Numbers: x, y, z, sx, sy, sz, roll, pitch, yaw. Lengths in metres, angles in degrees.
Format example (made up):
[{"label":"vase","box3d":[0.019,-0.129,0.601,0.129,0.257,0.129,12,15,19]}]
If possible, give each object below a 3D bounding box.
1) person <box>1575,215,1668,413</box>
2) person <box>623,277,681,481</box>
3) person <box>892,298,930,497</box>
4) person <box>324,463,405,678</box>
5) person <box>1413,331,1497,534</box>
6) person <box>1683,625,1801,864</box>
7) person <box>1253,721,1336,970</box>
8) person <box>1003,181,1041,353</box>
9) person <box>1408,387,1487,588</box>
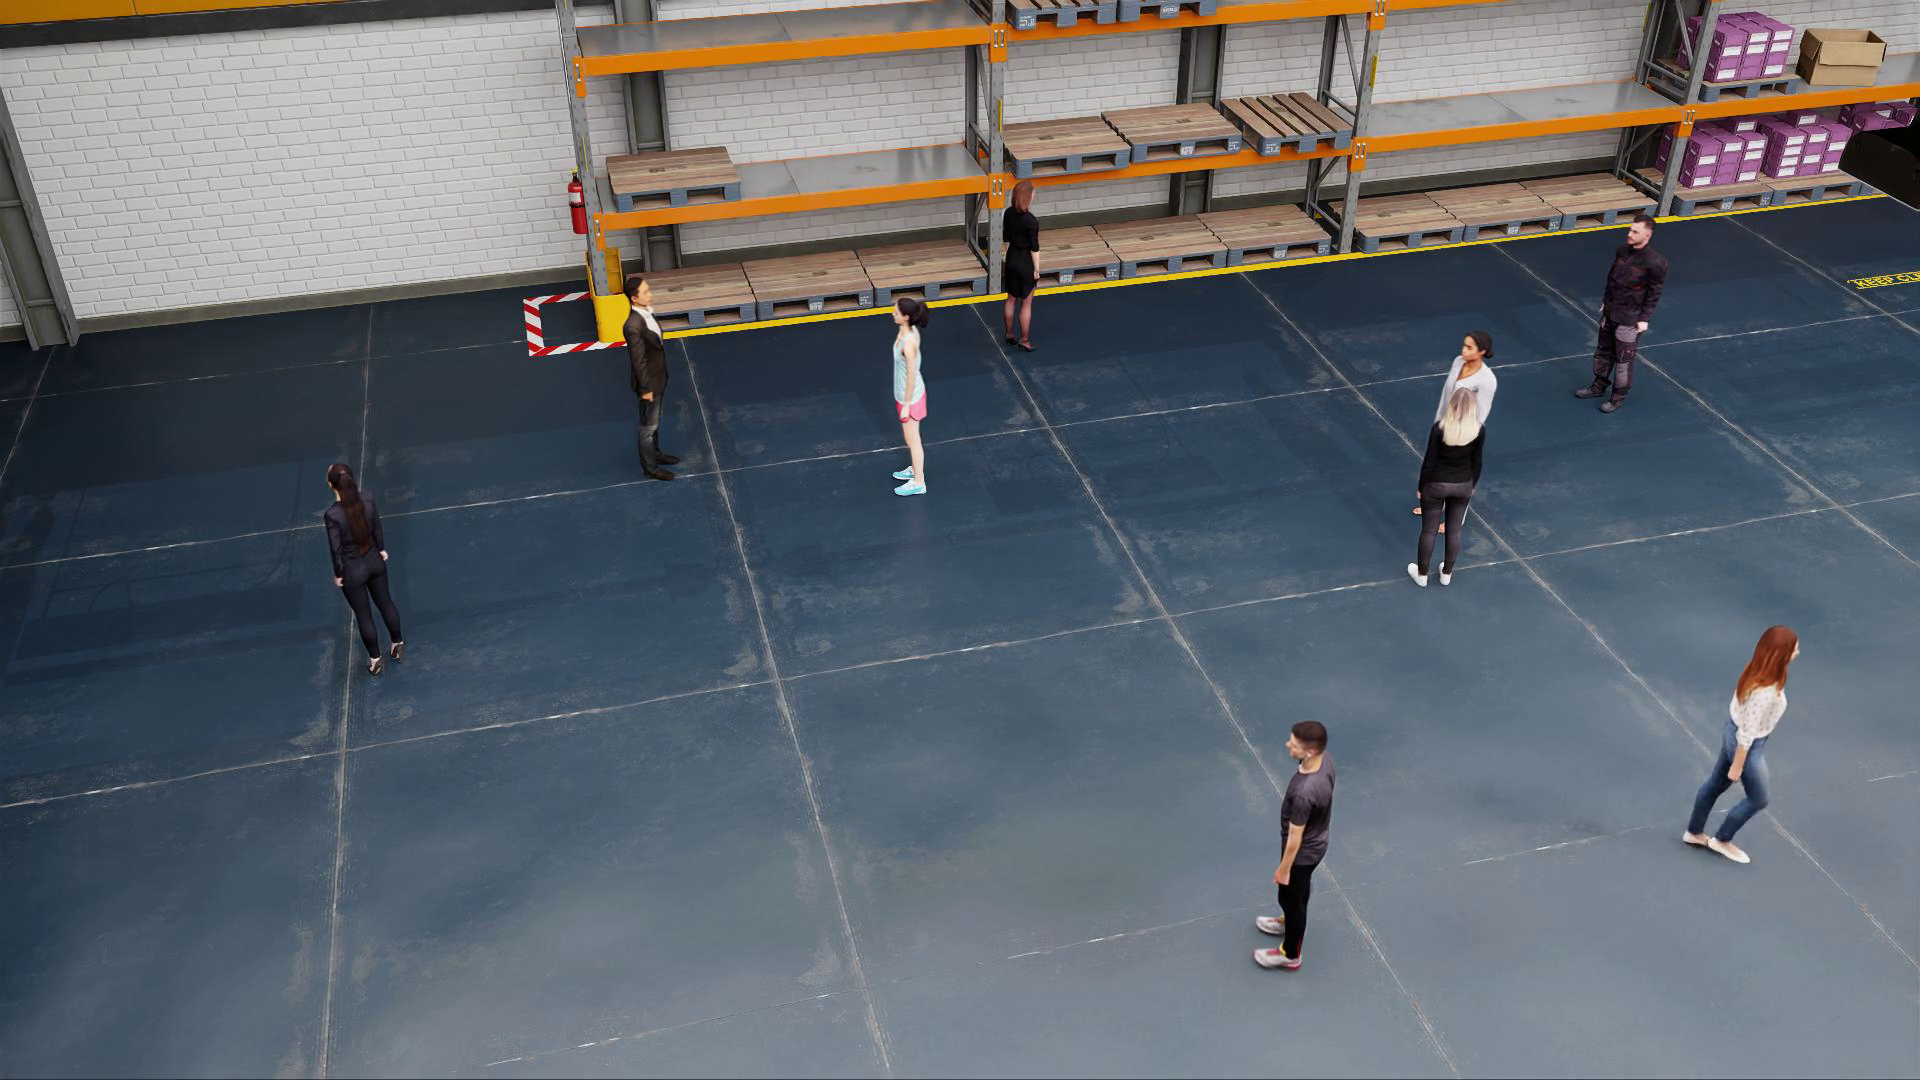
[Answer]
[{"label":"person","box3d":[5.987,-2.060,14.949,0.664,1.855,0.760,-15,36,-21]},{"label":"person","box3d":[-2.625,-1.372,13.959,0.648,1.805,0.736,1,34,1]},{"label":"person","box3d":[-0.427,-1.187,13.717,0.615,1.764,0.644,-1,34,-2]},{"label":"person","box3d":[-4.196,0.198,11.681,0.702,1.712,0.623,21,39,28]},{"label":"person","box3d":[4.008,-0.893,13.300,0.596,1.736,0.670,-14,36,-20]},{"label":"person","box3d":[4.683,1.226,10.128,0.783,1.719,0.737,11,35,16]},{"label":"person","box3d":[1.926,1.707,9.368,0.755,1.759,0.737,10,35,14]},{"label":"person","box3d":[0.582,-2.621,15.929,0.652,1.704,0.659,-27,42,-34]},{"label":"person","box3d":[3.690,-0.393,12.593,0.555,1.686,0.726,0,34,0]}]
